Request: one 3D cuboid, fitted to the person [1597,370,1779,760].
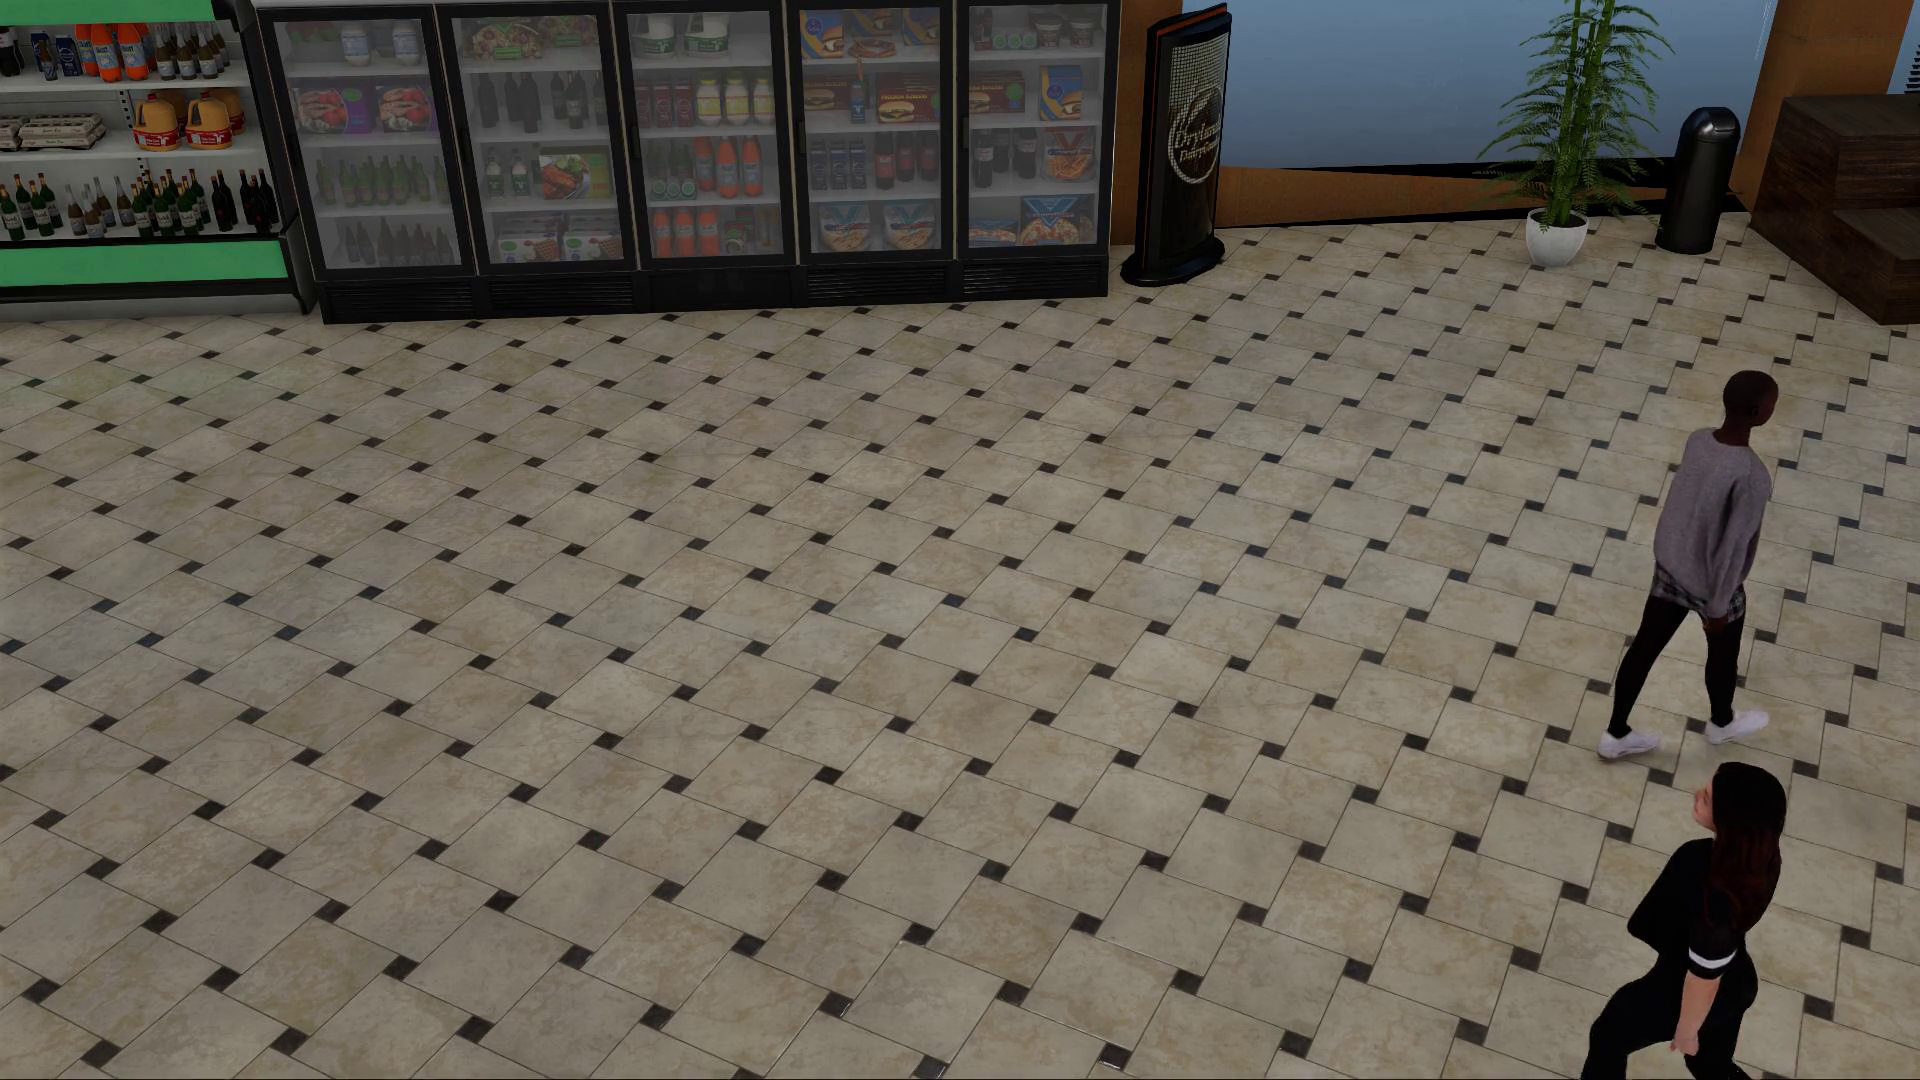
[{"bbox_3d":[2.827,0.156,6.576,1.036,1.749,0.769,-9,33,-14],"label":"person"}]

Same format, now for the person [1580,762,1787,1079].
[{"bbox_3d":[2.206,1.328,4.827,1.132,1.606,1.075,24,39,34],"label":"person"}]
